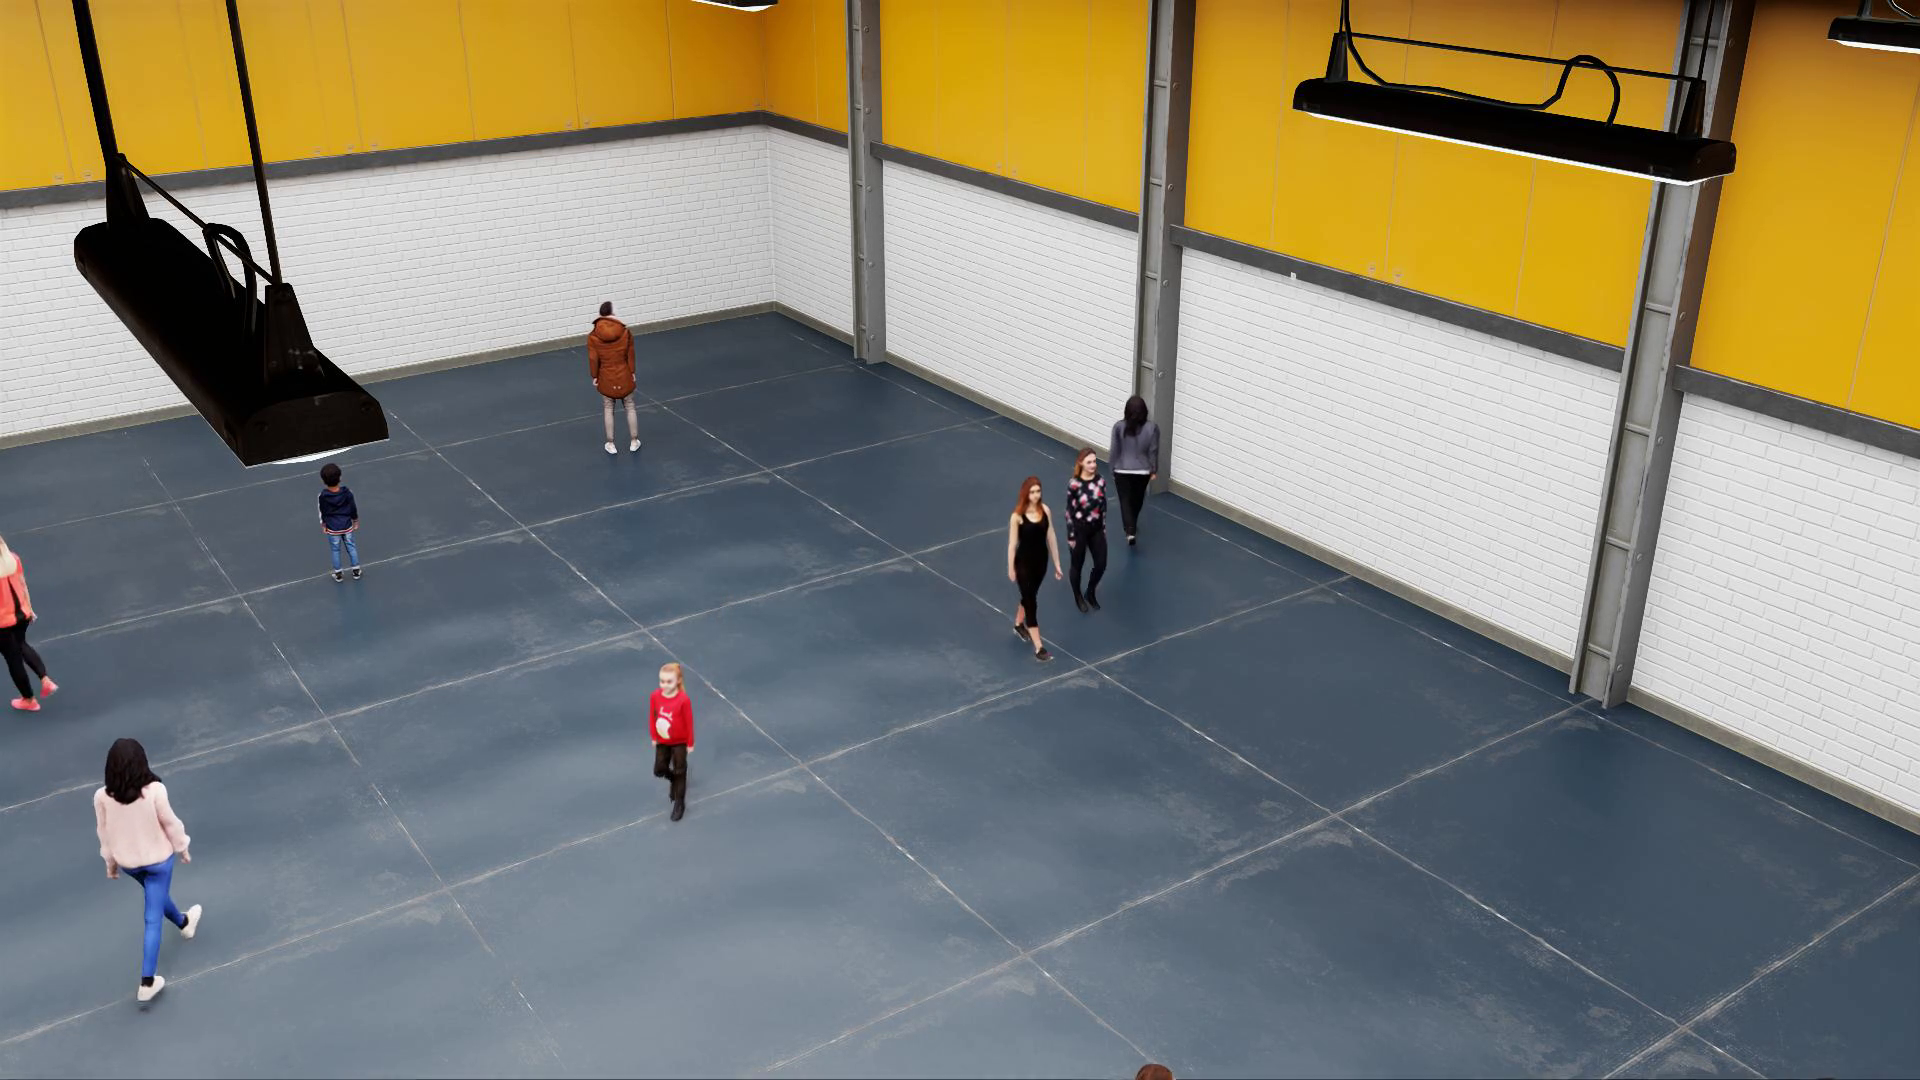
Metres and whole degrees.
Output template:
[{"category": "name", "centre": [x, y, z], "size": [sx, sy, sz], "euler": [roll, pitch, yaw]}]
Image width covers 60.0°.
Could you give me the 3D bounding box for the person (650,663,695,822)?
[{"category": "person", "centre": [-2.177, 1.499, 12.710], "size": [0.676, 1.274, 0.735], "euler": [4, 24, 10]}]

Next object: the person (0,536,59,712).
[{"category": "person", "centre": [-7.949, 0.695, 14.034], "size": [0.840, 1.687, 0.780], "euler": [6, 24, 14]}]

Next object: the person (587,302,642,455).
[{"category": "person", "centre": [-4.118, -1.937, 19.868], "size": [0.803, 1.836, 0.811], "euler": [-6, 24, -13]}]

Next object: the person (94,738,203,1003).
[{"category": "person", "centre": [-5.260, 2.139, 10.692], "size": [1.102, 1.716, 1.269], "euler": [0, 24, 0]}]

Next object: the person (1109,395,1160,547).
[{"category": "person", "centre": [1.819, -0.705, 17.383], "size": [1.008, 1.569, 1.180], "euler": [-2, 24, -4]}]

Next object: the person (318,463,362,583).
[{"category": "person", "centre": [-6.211, -0.181, 16.619], "size": [0.544, 1.221, 0.521], "euler": [-10, 25, -21]}]

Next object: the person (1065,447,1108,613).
[{"category": "person", "centre": [1.167, -0.123, 15.919], "size": [0.655, 1.676, 0.629], "euler": [-9, 25, -20]}]

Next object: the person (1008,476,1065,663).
[{"category": "person", "centre": [0.615, 0.208, 15.150], "size": [0.636, 1.685, 1.124], "euler": [-13, 27, -27]}]
